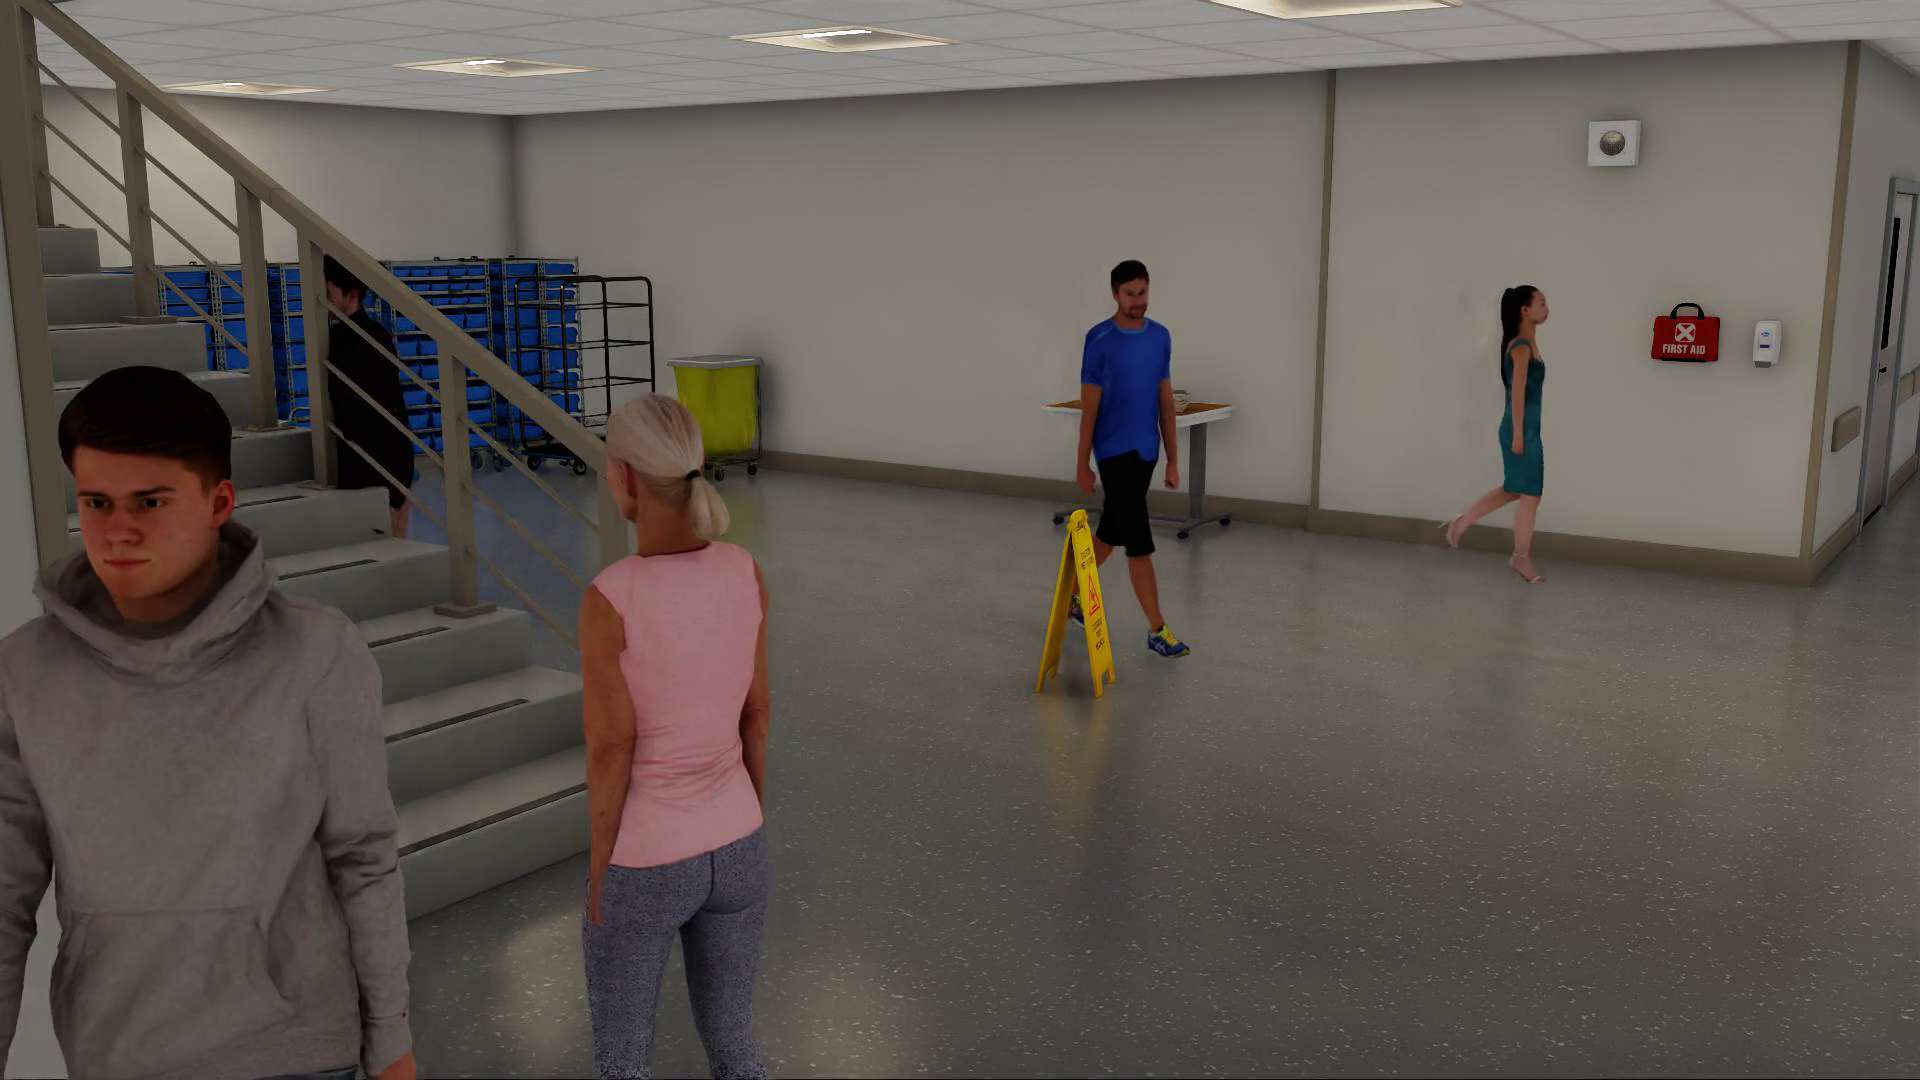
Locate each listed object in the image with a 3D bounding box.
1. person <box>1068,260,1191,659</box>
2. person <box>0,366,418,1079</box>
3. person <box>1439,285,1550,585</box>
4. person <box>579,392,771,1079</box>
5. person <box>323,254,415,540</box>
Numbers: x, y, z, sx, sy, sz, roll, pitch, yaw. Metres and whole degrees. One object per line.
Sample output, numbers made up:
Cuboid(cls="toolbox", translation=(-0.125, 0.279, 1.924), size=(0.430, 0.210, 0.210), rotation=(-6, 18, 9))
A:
Cuboid(cls="person", translation=(0.727, -0.380, 7.924), size=(0.963, 1.818, 1.301), rotation=(-7, 13, -33))
Cuboid(cls="person", translation=(-1.001, 0.695, 2.311), size=(1.260, 1.799, 1.279), rotation=(-1, 11, -6))
Cuboid(cls="person", translation=(3.088, -0.583, 9.400), size=(0.881, 1.668, 0.681), rotation=(4, 12, 21))
Cuboid(cls="person", translation=(-0.497, 0.586, 3.091), size=(0.623, 1.722, 0.618), rotation=(-7, 13, -35))
Cuboid(cls="person", translation=(-2.392, -0.204, 6.758), size=(1.092, 1.908, 1.011), rotation=(0, 11, 2))
